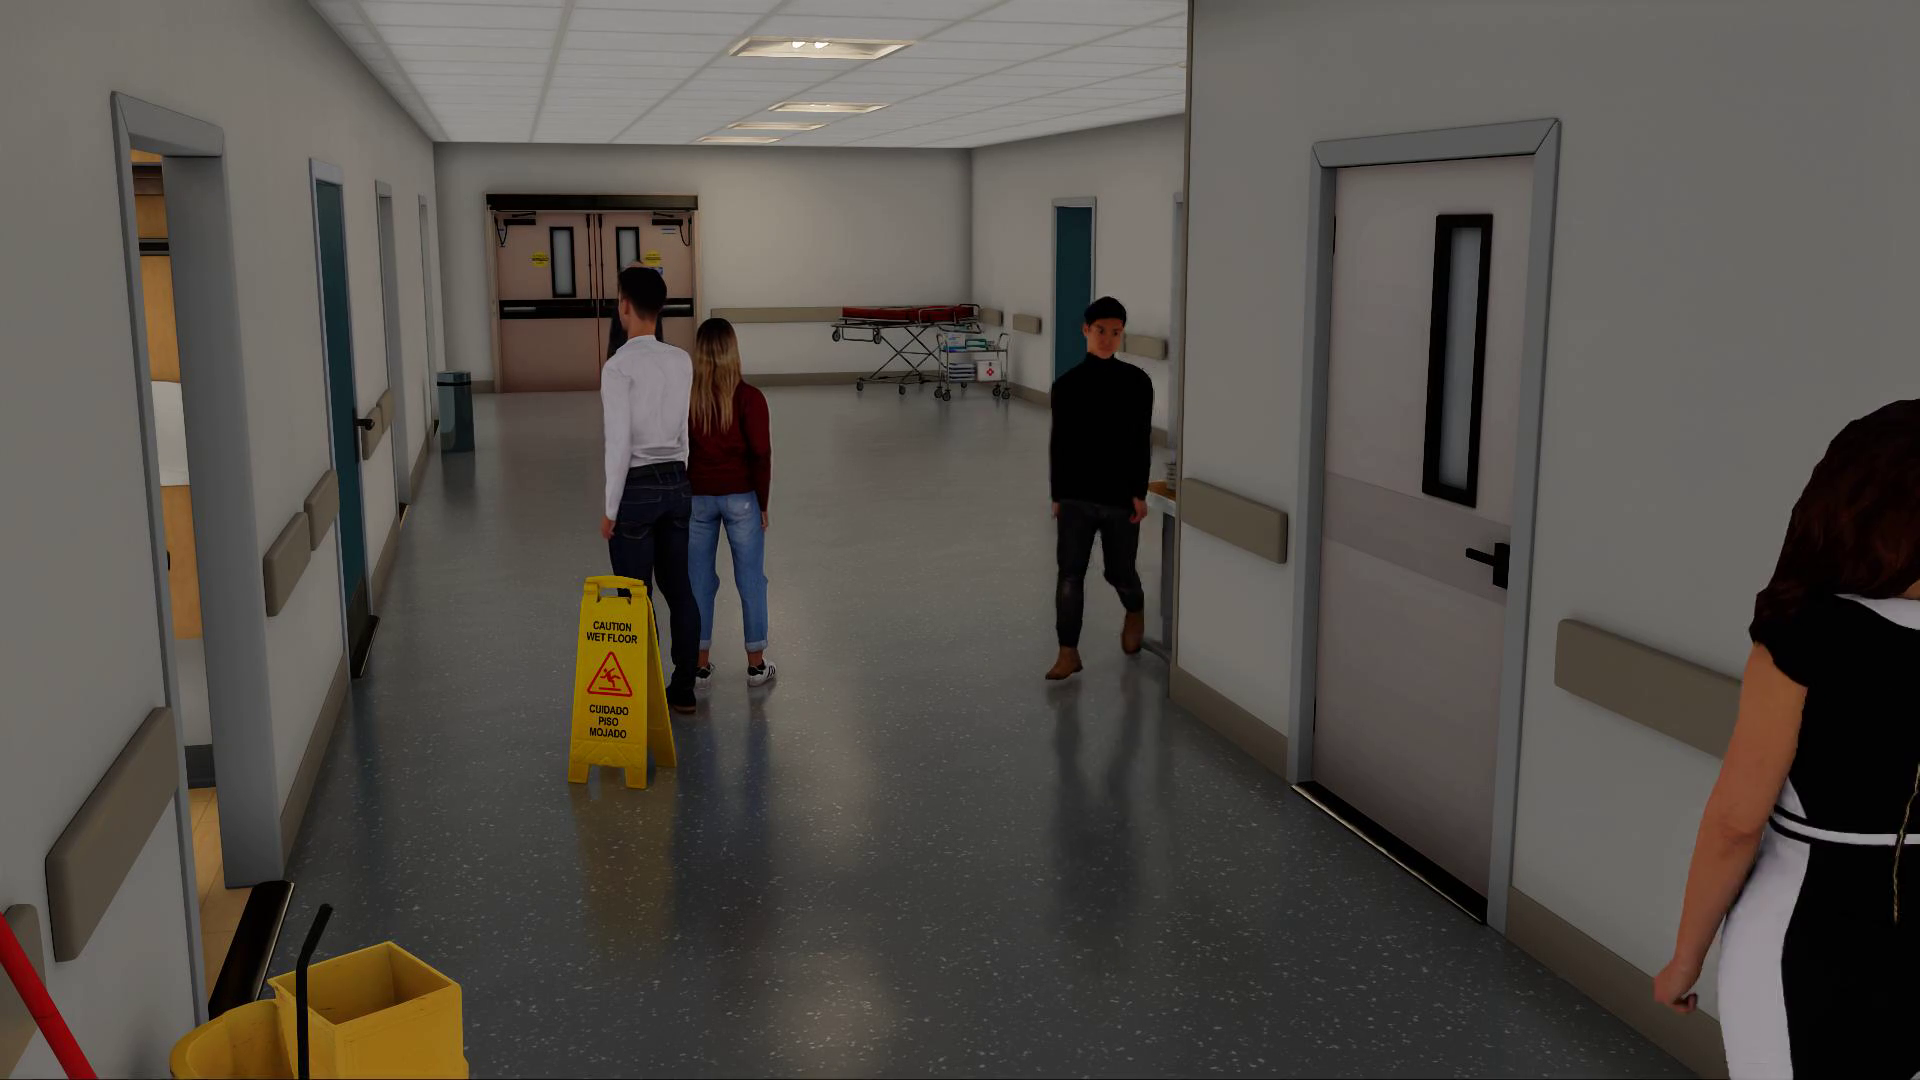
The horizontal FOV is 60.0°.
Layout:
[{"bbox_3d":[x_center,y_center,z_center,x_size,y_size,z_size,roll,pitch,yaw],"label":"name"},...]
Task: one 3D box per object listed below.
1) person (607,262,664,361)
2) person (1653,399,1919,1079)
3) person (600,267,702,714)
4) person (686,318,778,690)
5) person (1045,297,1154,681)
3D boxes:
[{"bbox_3d":[-2.783,-1.500,14.267,0.727,1.680,1.118,-1,11,-6],"label":"person"},{"bbox_3d":[1.281,0.721,2.348,0.710,1.760,1.133,-1,11,-6],"label":"person"},{"bbox_3d":[-1.264,-0.179,6.804,0.770,1.868,0.724,8,13,35],"label":"person"},{"bbox_3d":[-1.057,-0.165,7.356,0.645,1.634,0.588,0,11,-2],"label":"person"},{"bbox_3d":[0.669,-0.227,7.515,0.953,1.696,1.066,5,12,24],"label":"person"}]
